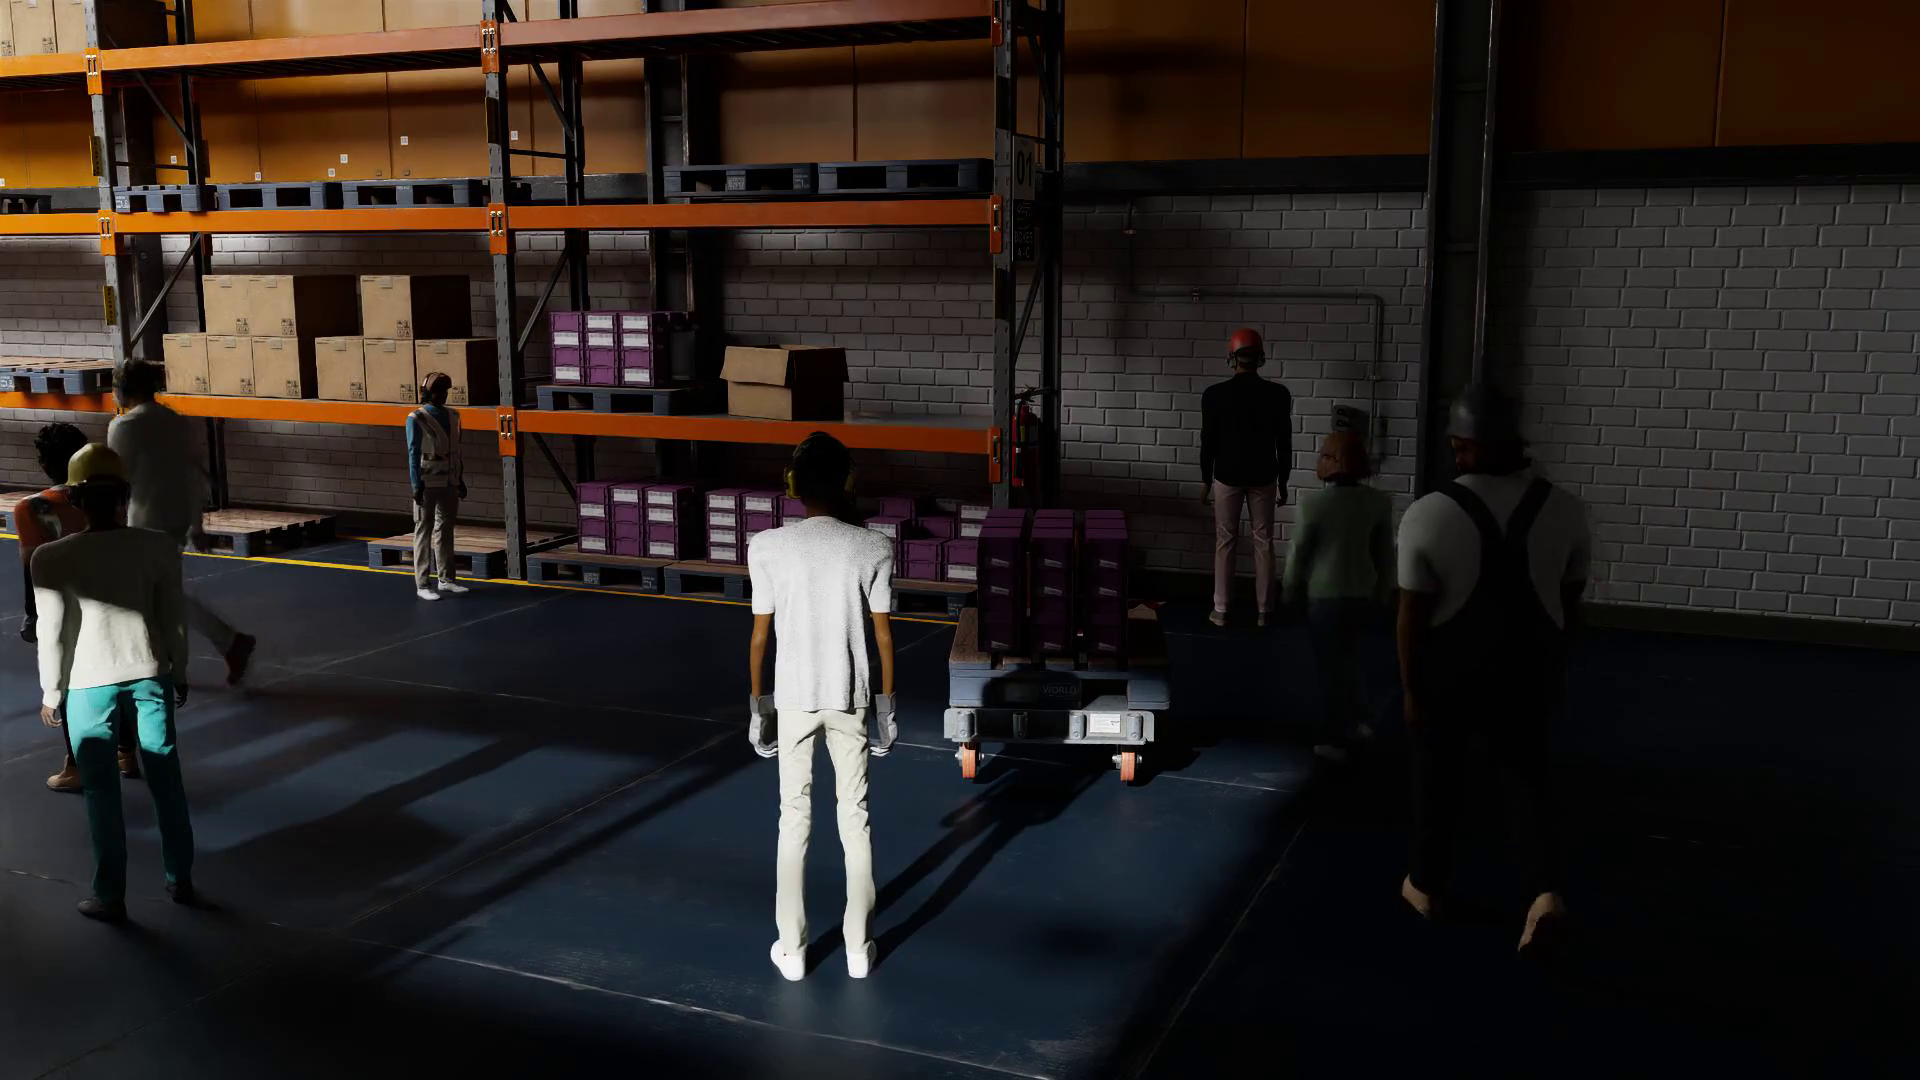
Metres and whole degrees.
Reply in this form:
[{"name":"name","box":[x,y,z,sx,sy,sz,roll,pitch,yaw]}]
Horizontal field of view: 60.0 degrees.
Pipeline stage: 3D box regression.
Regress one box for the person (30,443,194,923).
[{"name":"person","box":[-3.134,0.523,6.165,0.326,1.767,0.533,9,13,42]}]

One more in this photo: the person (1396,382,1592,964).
[{"name":"person","box":[1.867,0.437,5.853,0.676,2.000,0.876,0,9,1]}]

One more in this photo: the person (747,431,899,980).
[{"name":"person","box":[-0.461,0.566,5.637,0.510,1.862,0.323,-1,10,-7]}]

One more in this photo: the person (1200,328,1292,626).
[{"name":"person","box":[1.899,-0.411,11.077,0.609,1.993,0.382,1,10,4]}]

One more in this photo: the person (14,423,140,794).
[{"name":"person","box":[-4.058,0.310,7.643,0.317,1.695,0.540,5,11,27]}]

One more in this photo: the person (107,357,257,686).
[{"name":"person","box":[-4.437,-0.077,9.357,0.851,1.907,0.630,0,9,0]}]

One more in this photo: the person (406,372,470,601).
[{"name":"person","box":[-3.778,-0.394,12.031,0.315,1.640,0.514,5,11,26]}]

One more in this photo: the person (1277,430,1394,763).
[{"name":"person","box":[1.820,0.275,8.079,0.506,1.619,0.368,-3,10,-20]}]
